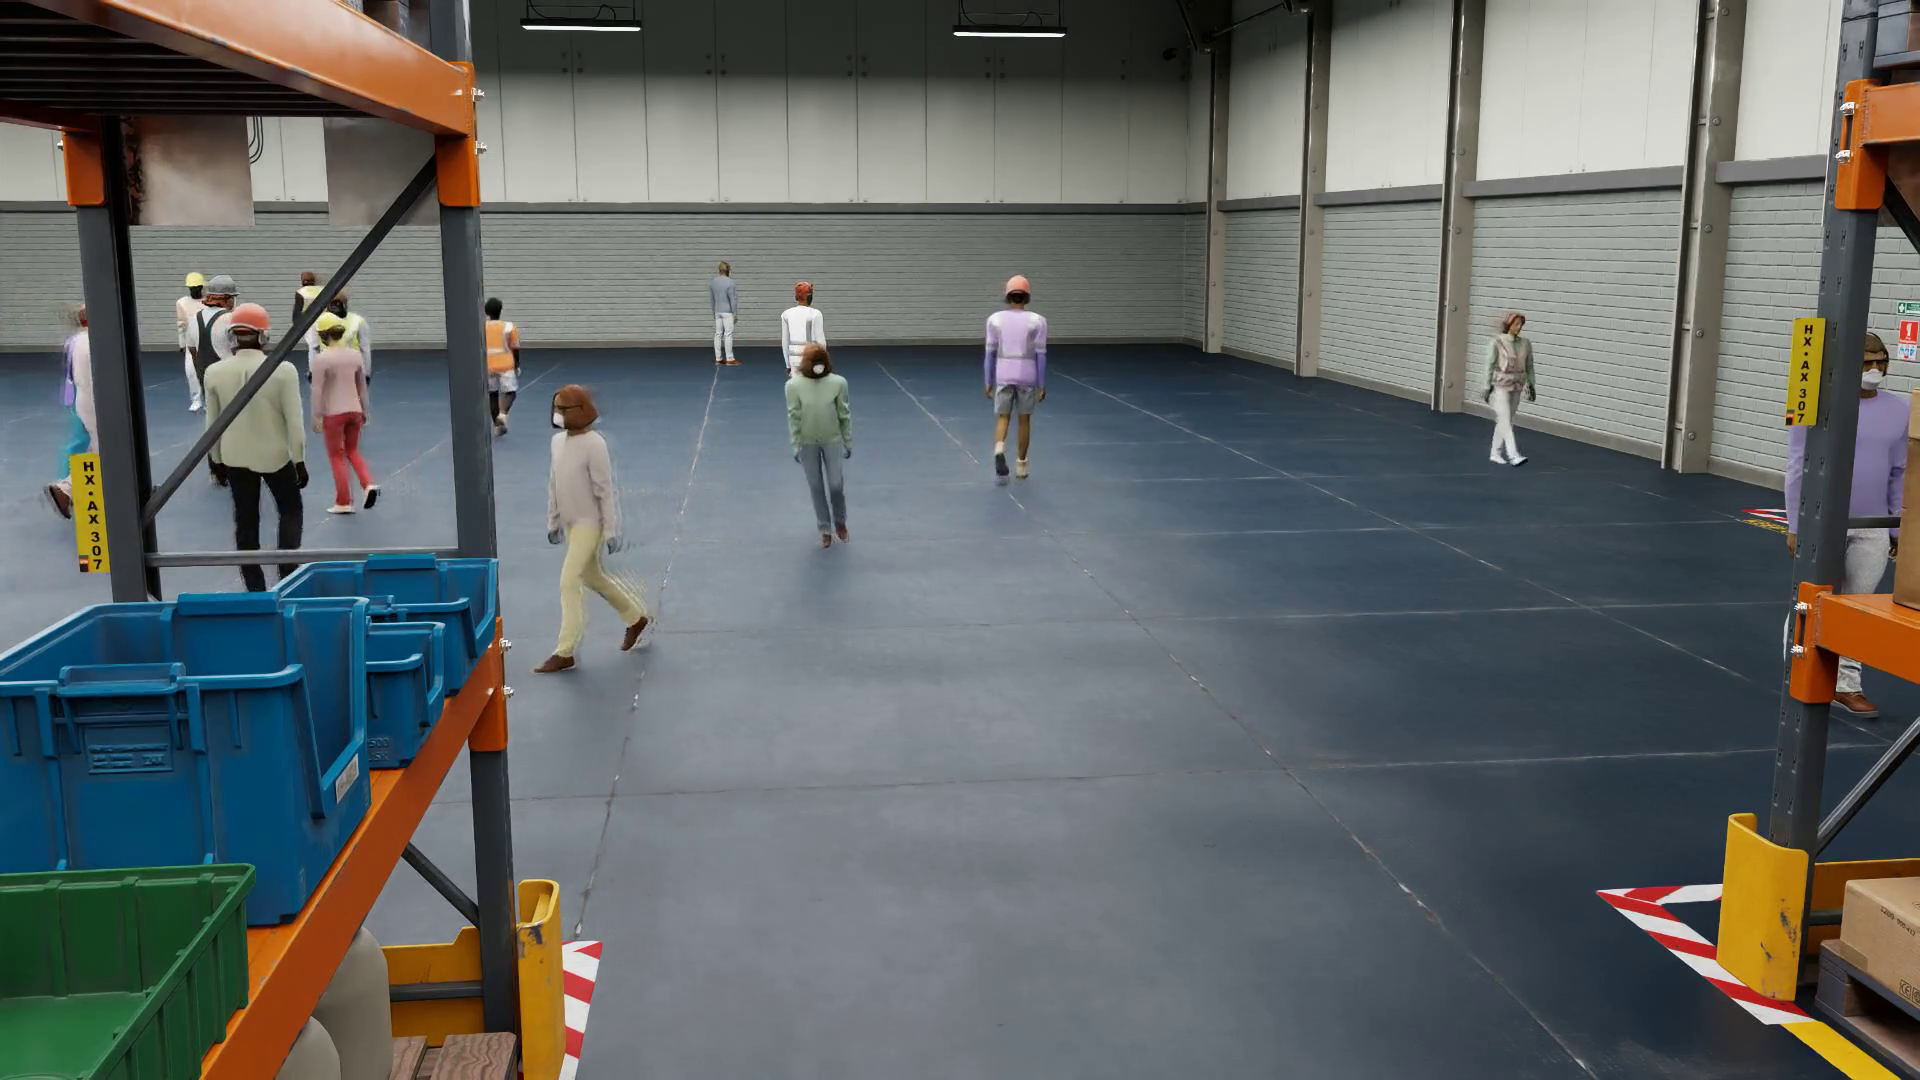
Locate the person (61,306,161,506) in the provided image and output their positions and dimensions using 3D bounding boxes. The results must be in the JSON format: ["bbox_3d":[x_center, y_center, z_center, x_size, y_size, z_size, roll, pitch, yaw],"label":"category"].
[{"bbox_3d":[-7.687,-1.203,14.930,0.958,1.798,0.572,-2,11,-11],"label":"person"}]

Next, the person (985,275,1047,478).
[{"bbox_3d":[0.546,-1.595,16.462,0.610,2.031,0.636,2,11,12],"label":"person"}]

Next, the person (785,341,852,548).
[{"bbox_3d":[-1.087,-0.733,12.870,0.503,1.611,0.358,-1,10,-3],"label":"person"}]

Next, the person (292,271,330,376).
[{"bbox_3d":[-11.057,-3.640,28.228,0.776,1.813,0.653,6,12,31],"label":"person"}]

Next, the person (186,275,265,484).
[{"bbox_3d":[-7.118,-1.559,16.216,0.685,2.000,0.535,5,11,24],"label":"person"}]

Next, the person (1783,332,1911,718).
[{"bbox_3d":[4.429,-0.066,8.315,0.631,1.940,0.372,-1,10,-4],"label":"person"}]

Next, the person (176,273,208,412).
[{"bbox_3d":[-10.462,-2.708,22.863,0.609,1.907,0.653,-2,10,-8],"label":"person"}]

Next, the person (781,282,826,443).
[{"bbox_3d":[-1.796,-2.049,19.340,0.575,1.883,0.355,6,12,28],"label":"person"}]

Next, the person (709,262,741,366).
[{"bbox_3d":[-4.405,-4.235,31.167,0.632,1.939,0.368,7,13,34],"label":"person"}]

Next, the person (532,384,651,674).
[{"bbox_3d":[-2.087,-0.093,9.402,0.805,1.602,0.512,-9,14,-42],"label":"person"}]

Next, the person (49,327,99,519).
[{"bbox_3d":[-7.304,-1.065,13.957,0.692,1.876,0.668,-8,13,-39],"label":"person"}]

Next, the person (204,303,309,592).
[{"bbox_3d":[-4.522,-0.542,10.805,0.646,1.975,0.672,-1,10,-4],"label":"person"}]

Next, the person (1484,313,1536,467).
[{"bbox_3d":[5.802,-1.555,17.370,0.541,1.599,0.807,-4,11,-20],"label":"person"}]

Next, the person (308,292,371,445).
[{"bbox_3d":[-7.014,-1.894,18.750,0.631,1.784,0.978,1,10,4],"label":"person"}]

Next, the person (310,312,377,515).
[{"bbox_3d":[-5.362,-1.088,14.404,0.434,1.750,0.554,6,12,29],"label":"person"}]

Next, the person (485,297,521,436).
[{"bbox_3d":[-5.561,-2.069,19.973,0.546,1.685,0.546,0,10,-1],"label":"person"}]
